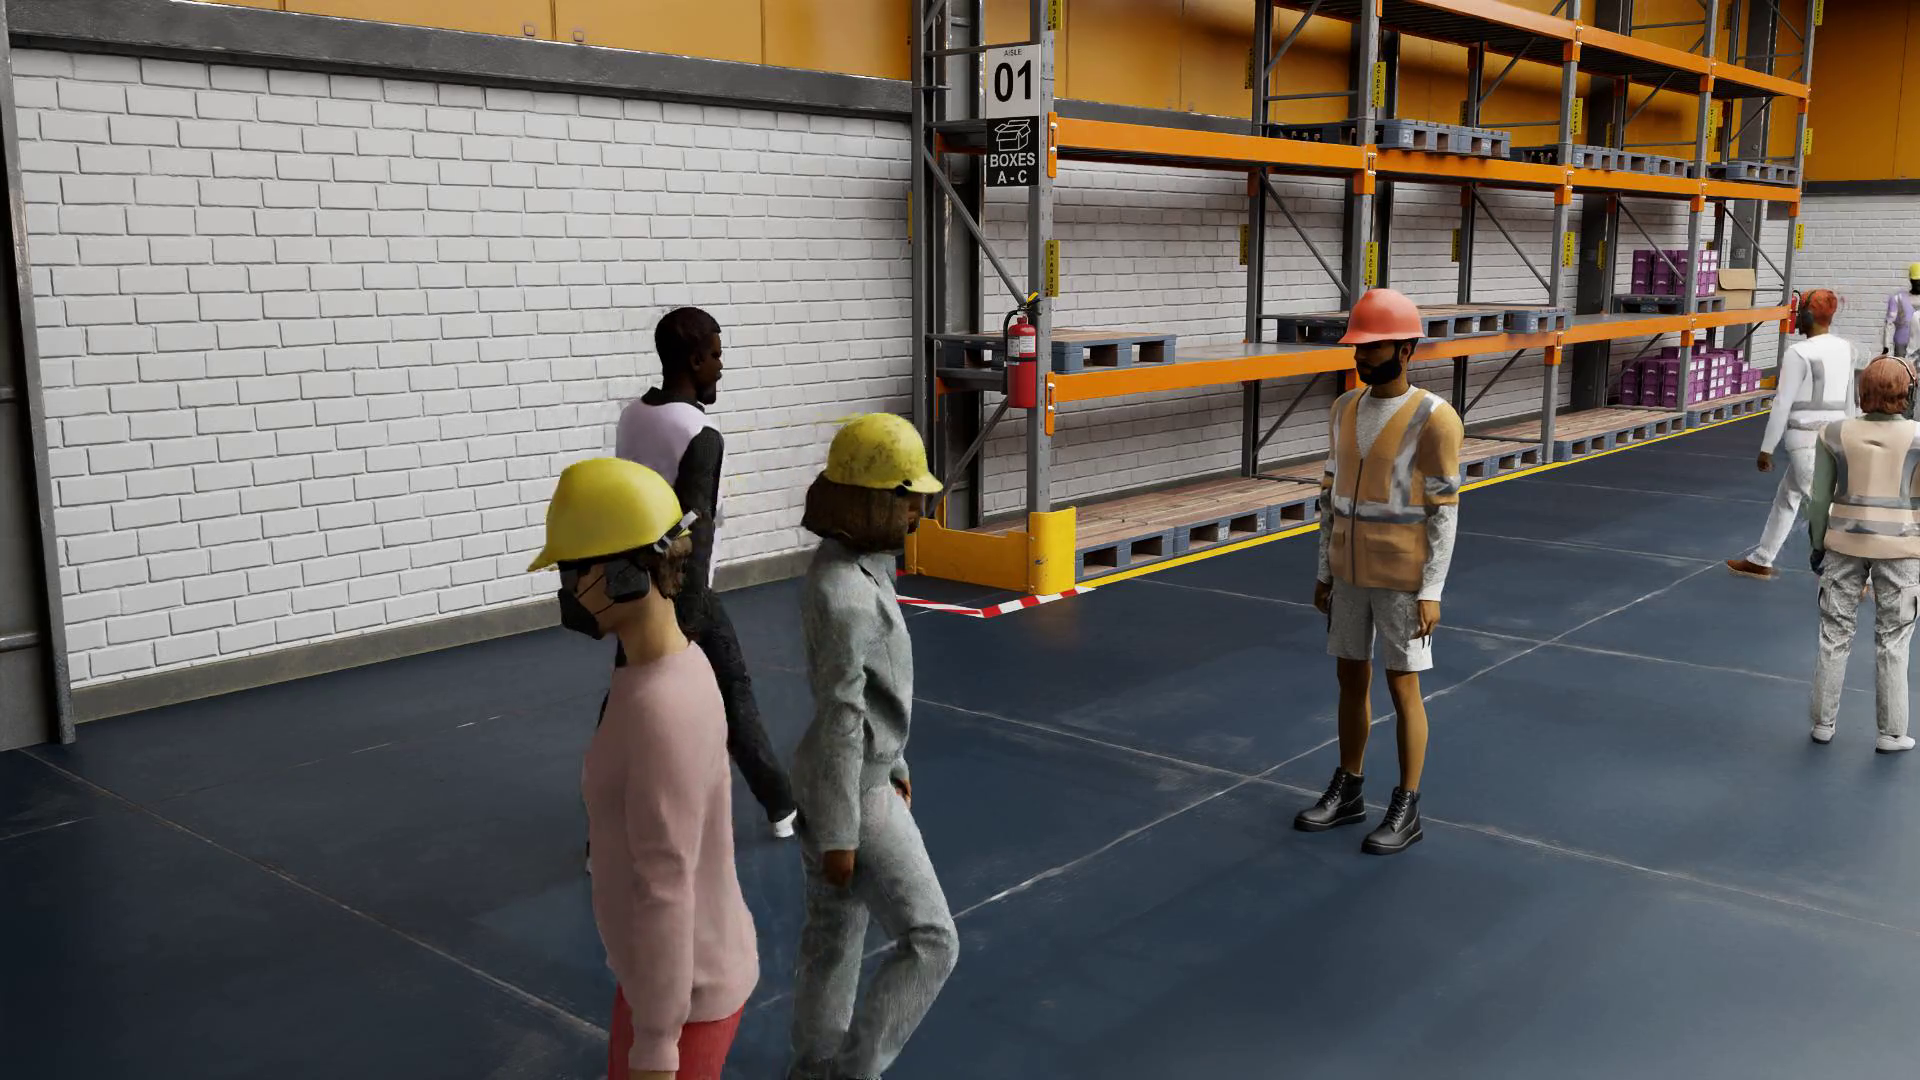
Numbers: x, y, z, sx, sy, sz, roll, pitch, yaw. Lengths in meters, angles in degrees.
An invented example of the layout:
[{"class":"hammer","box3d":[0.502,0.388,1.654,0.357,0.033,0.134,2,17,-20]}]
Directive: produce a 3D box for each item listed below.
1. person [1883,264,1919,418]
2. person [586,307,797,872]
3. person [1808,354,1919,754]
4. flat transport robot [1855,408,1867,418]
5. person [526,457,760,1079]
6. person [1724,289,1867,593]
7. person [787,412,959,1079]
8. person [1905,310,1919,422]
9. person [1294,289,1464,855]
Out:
[{"class":"person","box3d":[11.684,-2.434,20.431,0.611,1.868,1.015,4,11,22]},{"class":"person","box3d":[-0.863,0.158,5.644,0.995,1.870,0.601,-8,13,-40]},{"class":"person","box3d":[3.767,0.062,6.859,0.516,1.644,0.308,8,13,39]},{"class":"flat transport robot","box3d":[10.190,-1.370,18.914,0.652,0.197,1.431,5,11,27]},{"class":"person","box3d":[-0.429,0.727,2.772,0.522,1.741,0.537,-2,10,-12]},{"class":"person","box3d":[5.151,-0.596,10.072,0.593,1.838,0.976,-6,11,-30]},{"class":"person","box3d":[-0.220,0.574,3.715,0.427,1.723,0.497,-2,10,-11]},{"class":"person","box3d":[8.145,-1.276,13.793,0.584,1.882,0.337,5,11,26]},{"class":"person","box3d":[1.438,0.110,5.750,0.358,1.937,0.549,-7,12,-37]}]
